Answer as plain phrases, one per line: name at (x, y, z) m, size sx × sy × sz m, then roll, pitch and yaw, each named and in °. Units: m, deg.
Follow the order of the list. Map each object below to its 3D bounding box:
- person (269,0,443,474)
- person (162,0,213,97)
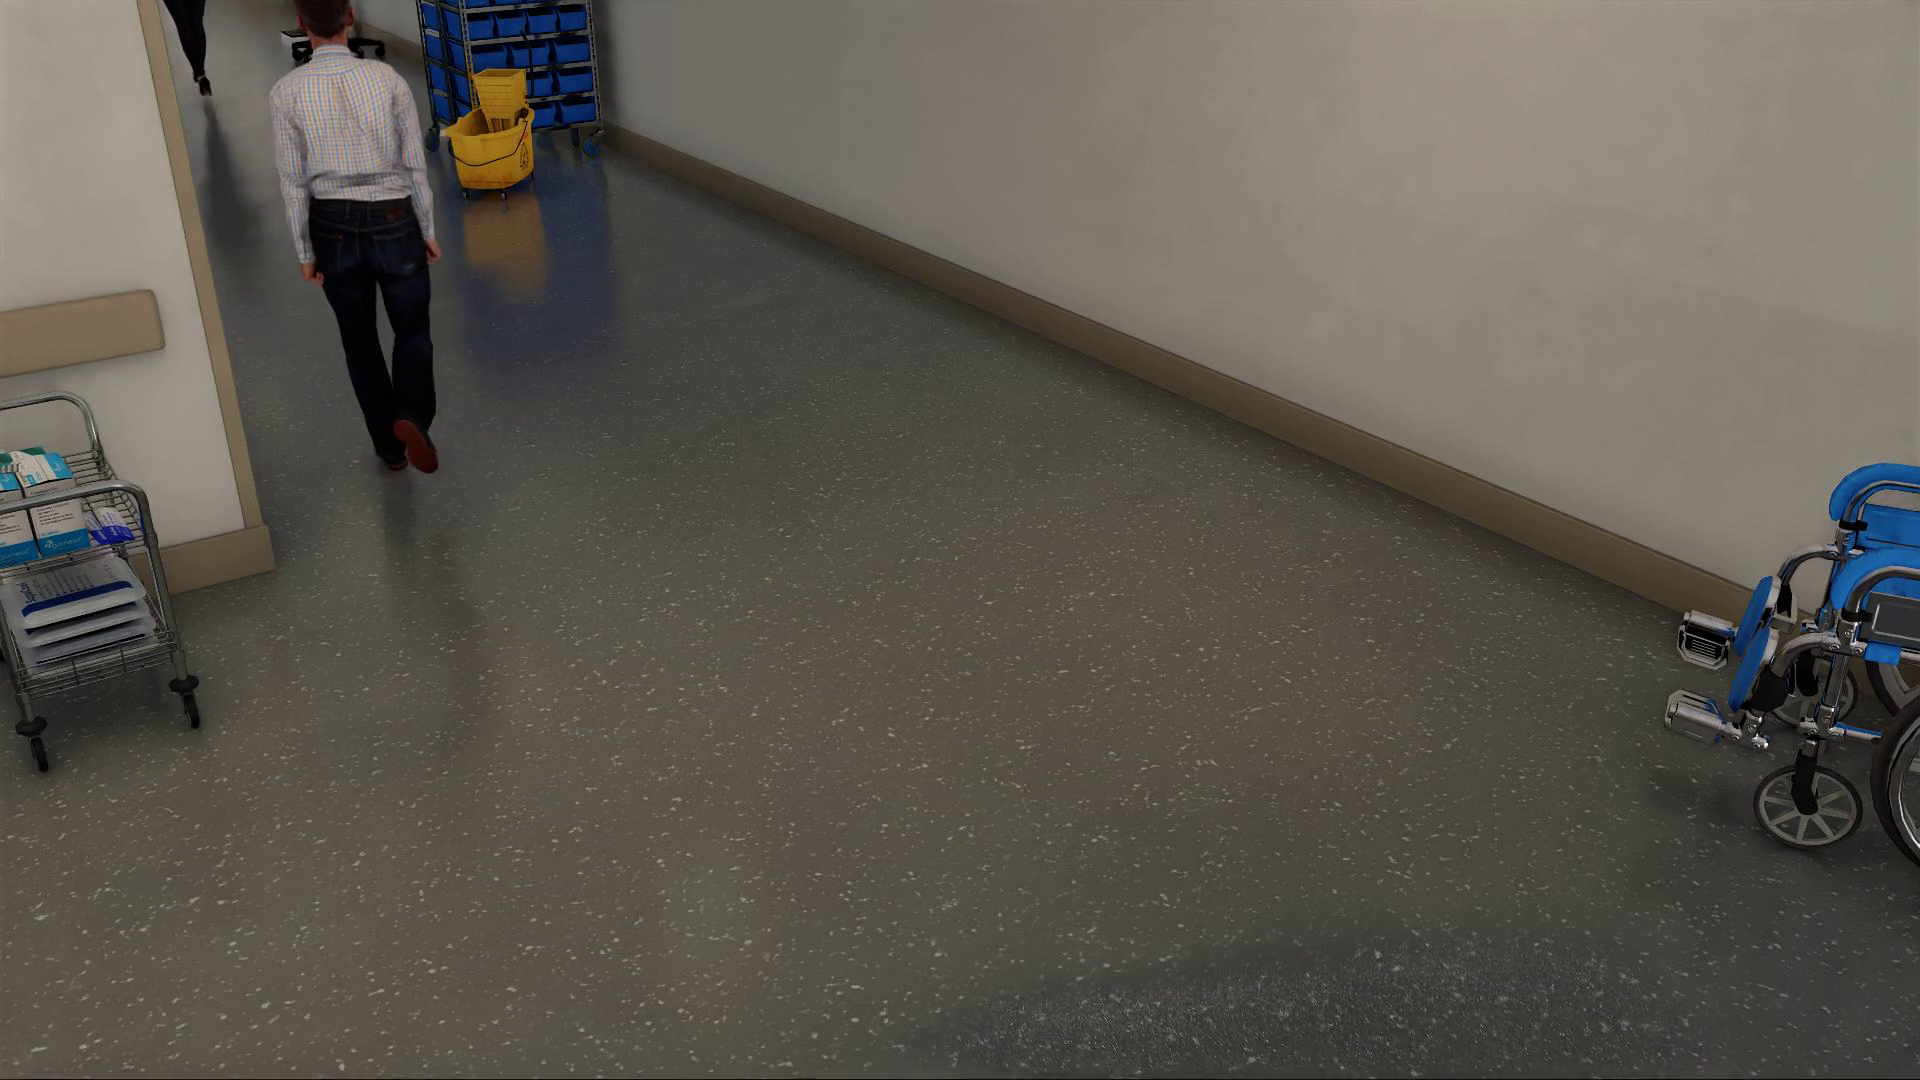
person at (-2.075, -1.048, 5.828) m, size 0.958 × 1.807 × 0.885 m, roll -8°, pitch 27°, yaw -17°
person at (-5.769, -4.101, 12.351) m, size 0.995 × 1.640 × 0.725 m, roll -14°, pitch 29°, yaw -27°
